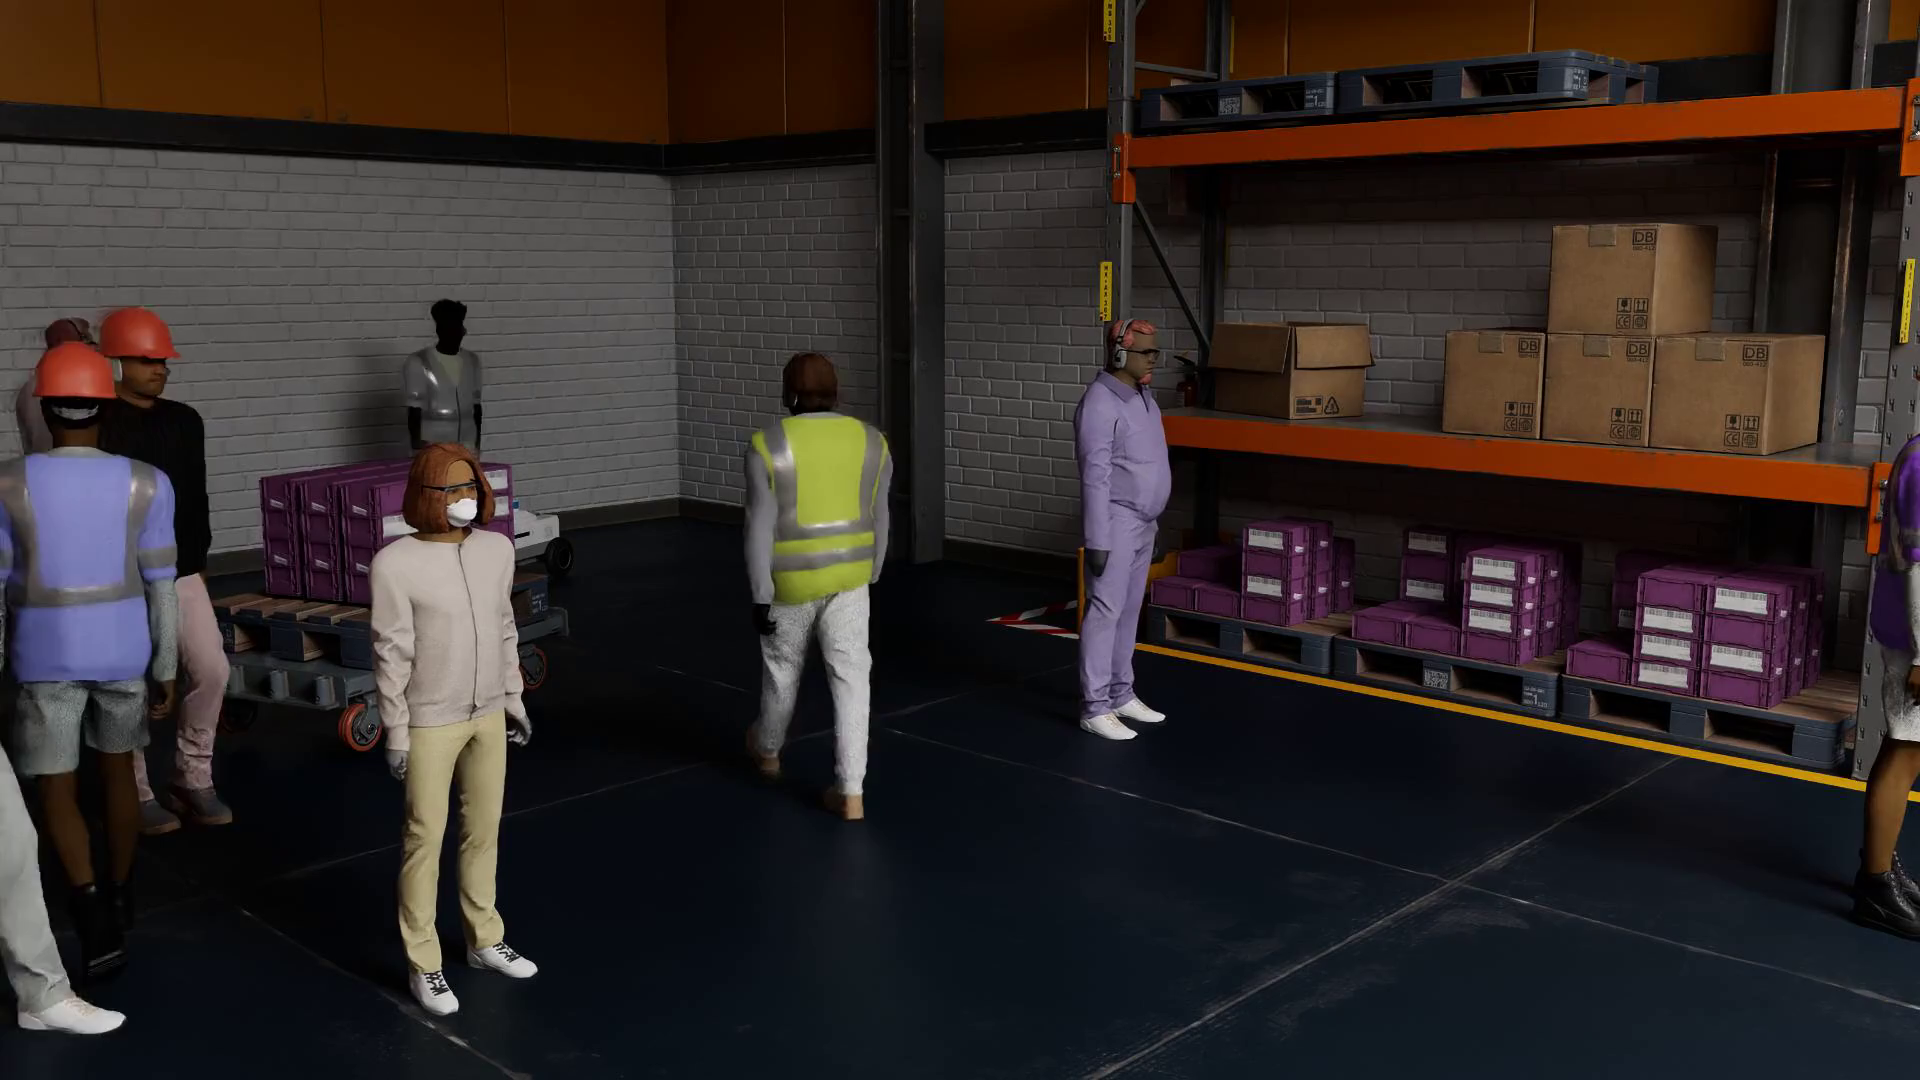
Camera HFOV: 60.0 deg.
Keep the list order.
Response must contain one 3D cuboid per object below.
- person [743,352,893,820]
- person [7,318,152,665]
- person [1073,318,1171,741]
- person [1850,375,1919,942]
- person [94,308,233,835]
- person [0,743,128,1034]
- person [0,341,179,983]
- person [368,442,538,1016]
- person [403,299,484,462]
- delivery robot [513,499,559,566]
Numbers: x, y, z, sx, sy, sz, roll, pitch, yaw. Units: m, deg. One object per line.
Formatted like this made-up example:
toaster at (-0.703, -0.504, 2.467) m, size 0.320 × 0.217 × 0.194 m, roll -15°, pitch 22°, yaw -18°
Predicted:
person at (-0.596, 0.150, 6.647) m, size 0.643 × 1.787 × 0.974 m, roll -4°, pitch 10°, yaw -24°
person at (-4.560, -0.204, 8.558) m, size 0.645 × 1.875 × 0.918 m, roll 5°, pitch 11°, yaw 30°
person at (0.756, -0.051, 7.568) m, size 0.402 × 1.900 × 0.641 m, roll 4°, pitch 10°, yaw 26°
person at (3.114, 0.298, 5.304) m, size 0.375 × 1.935 × 0.551 m, roll 6°, pitch 11°, yaw 31°
person at (-2.980, 0.140, 6.141) m, size 0.613 × 1.971 × 0.630 m, roll 6°, pitch 11°, yaw 31°
person at (-2.834, 0.471, 4.429) m, size 0.913 × 1.887 × 0.596 m, roll 0°, pitch 9°, yaw 0°
person at (-2.649, 0.357, 5.042) m, size 0.564 × 1.911 × 0.855 m, roll -6°, pitch 11°, yaw -34°
person at (-1.461, 0.528, 4.822) m, size 0.276 × 1.633 × 0.507 m, roll 6°, pitch 11°, yaw 33°
person at (-3.552, -0.687, 11.376) m, size 0.721 × 1.925 × 0.606 m, roll 9°, pitch 13°, yaw 43°
delivery robot at (-3.032, -0.030, 11.256) m, size 0.477 × 0.478 × 0.707 m, roll 3°, pitch 10°, yaw 21°
